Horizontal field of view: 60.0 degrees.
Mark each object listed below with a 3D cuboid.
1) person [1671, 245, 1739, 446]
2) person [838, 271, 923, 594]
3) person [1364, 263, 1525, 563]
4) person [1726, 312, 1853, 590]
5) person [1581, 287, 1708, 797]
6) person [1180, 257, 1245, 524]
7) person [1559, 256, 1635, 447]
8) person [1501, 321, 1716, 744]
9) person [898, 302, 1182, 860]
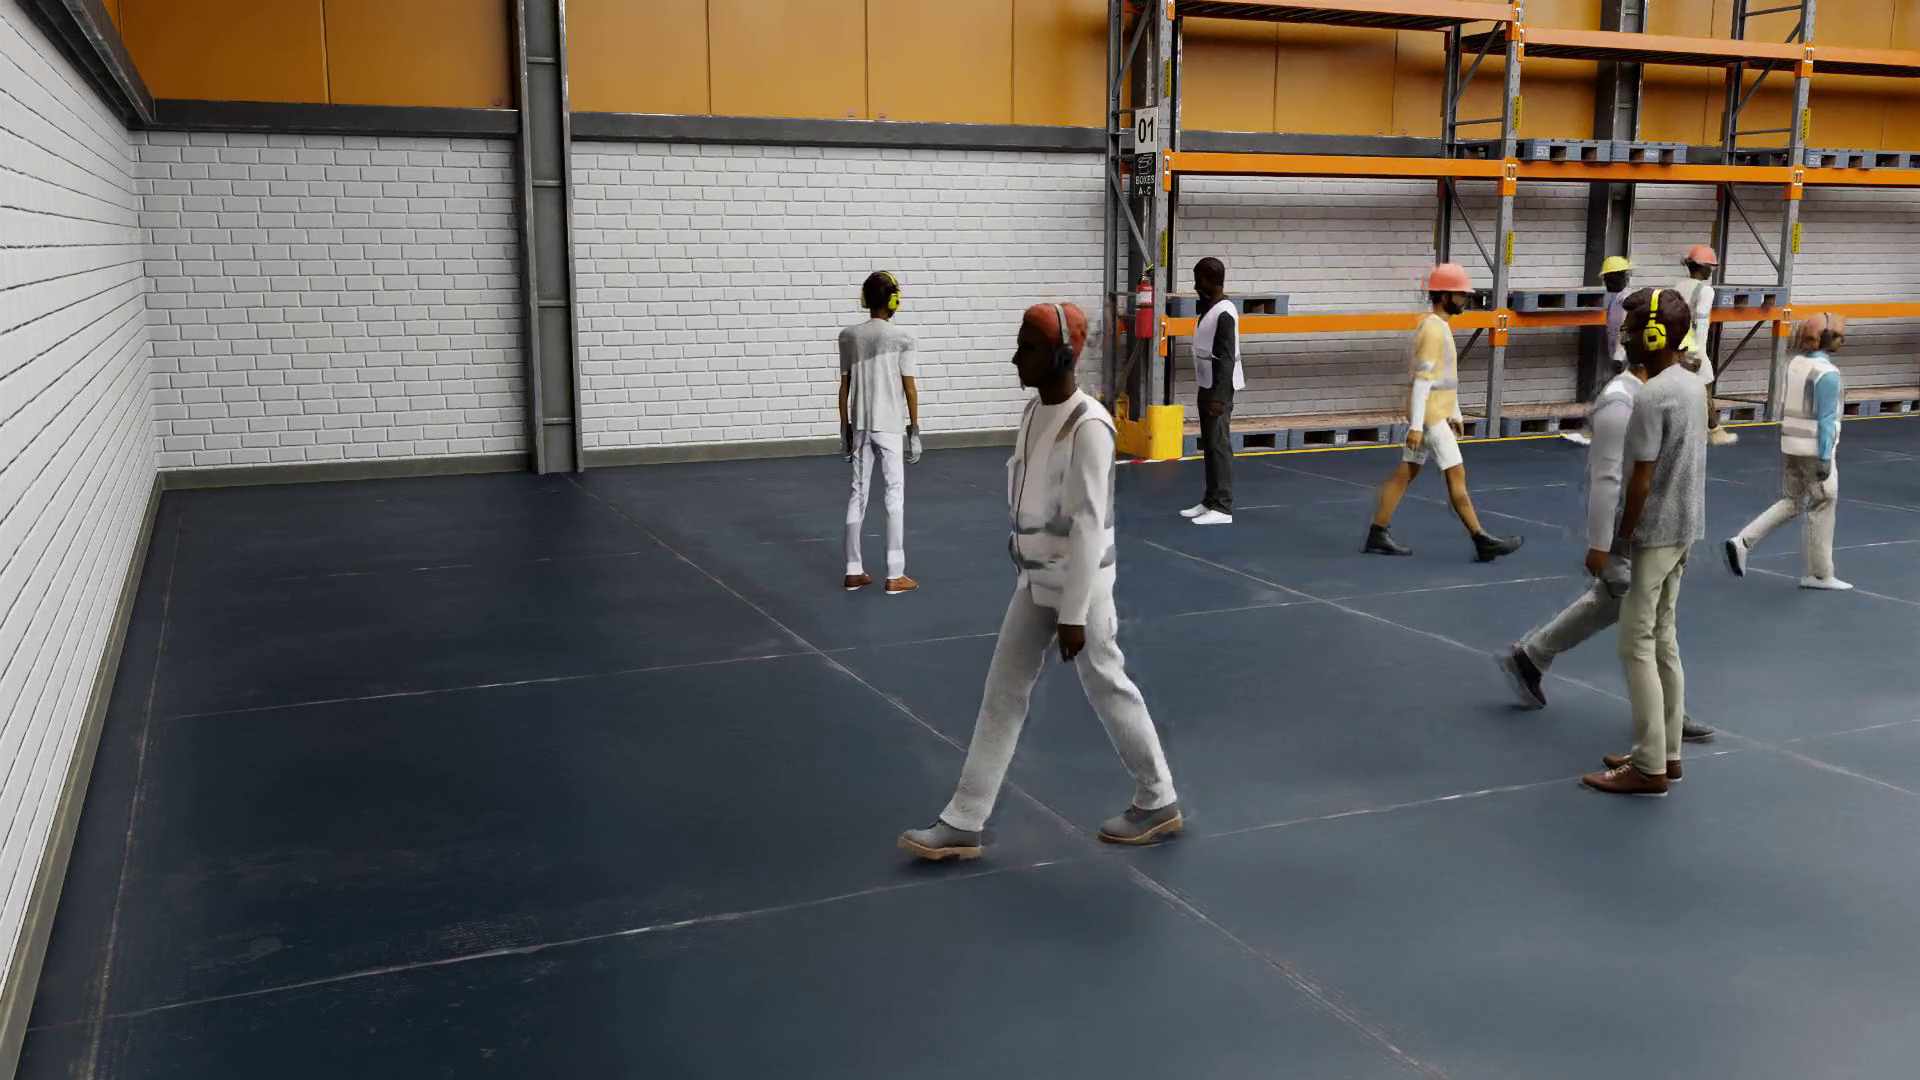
[{"bbox_3d":[7.205,-1.899,16.406,1.053,1.993,0.611,-3,11,-16],"label":"person"},{"bbox_3d":[-0.470,-0.622,9.651,0.510,1.858,0.355,5,11,25],"label":"person"},{"bbox_3d":[3.069,-0.795,10.527,1.014,1.877,0.567,3,11,17],"label":"person"},{"bbox_3d":[4.881,-0.510,9.649,0.623,1.621,0.522,0,10,1],"label":"person"},{"bbox_3d":[2.545,0.012,6.114,0.325,1.859,0.506,9,14,42],"label":"person"},{"bbox_3d":[1.840,-1.071,11.987,0.391,1.914,0.587,-1,10,-3],"label":"person"},{"bbox_3d":[6.382,-1.813,16.214,0.951,1.865,0.728,2,10,9],"label":"person"},{"bbox_3d":[2.704,-0.092,6.865,0.855,1.796,0.623,8,13,39],"label":"person"},{"bbox_3d":[0.317,0.149,5.416,1.016,1.830,0.594,-4,11,-22],"label":"person"}]
